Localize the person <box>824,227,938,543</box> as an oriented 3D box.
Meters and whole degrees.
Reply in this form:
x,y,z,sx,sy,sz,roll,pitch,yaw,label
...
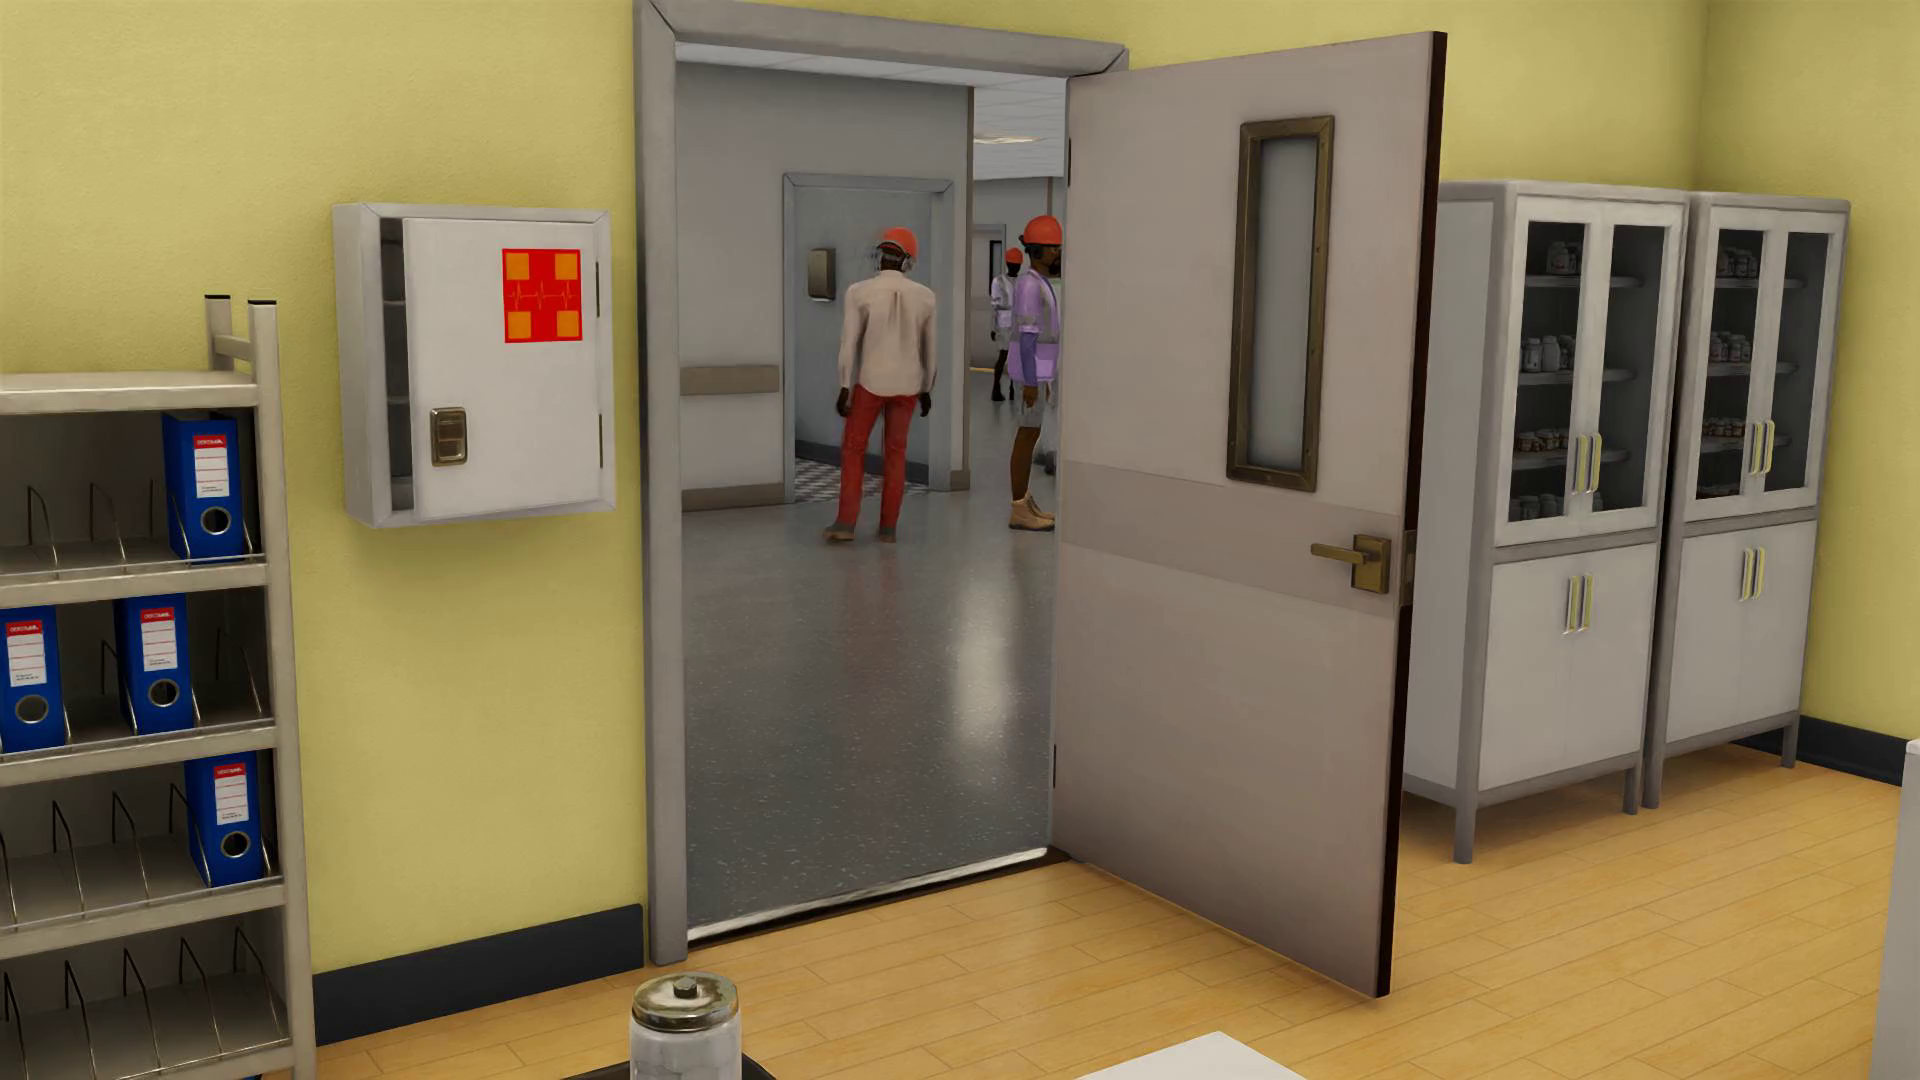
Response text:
x,y,z,sx,sy,sz,roll,pitch,yaw,label
-0.467,-0.959,10.332,0.697,1.947,0.458,-3,10,-22,person

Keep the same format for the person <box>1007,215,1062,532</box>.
x,y,z,sx,sy,sz,roll,pitch,yaw,label
0.512,-1.086,10.886,0.397,2.044,0.609,2,10,9,person

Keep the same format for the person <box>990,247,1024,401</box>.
x,y,z,sx,sy,sz,roll,pitch,yaw,label
0.658,-2.693,20.854,0.546,1.926,0.391,-4,11,-29,person
